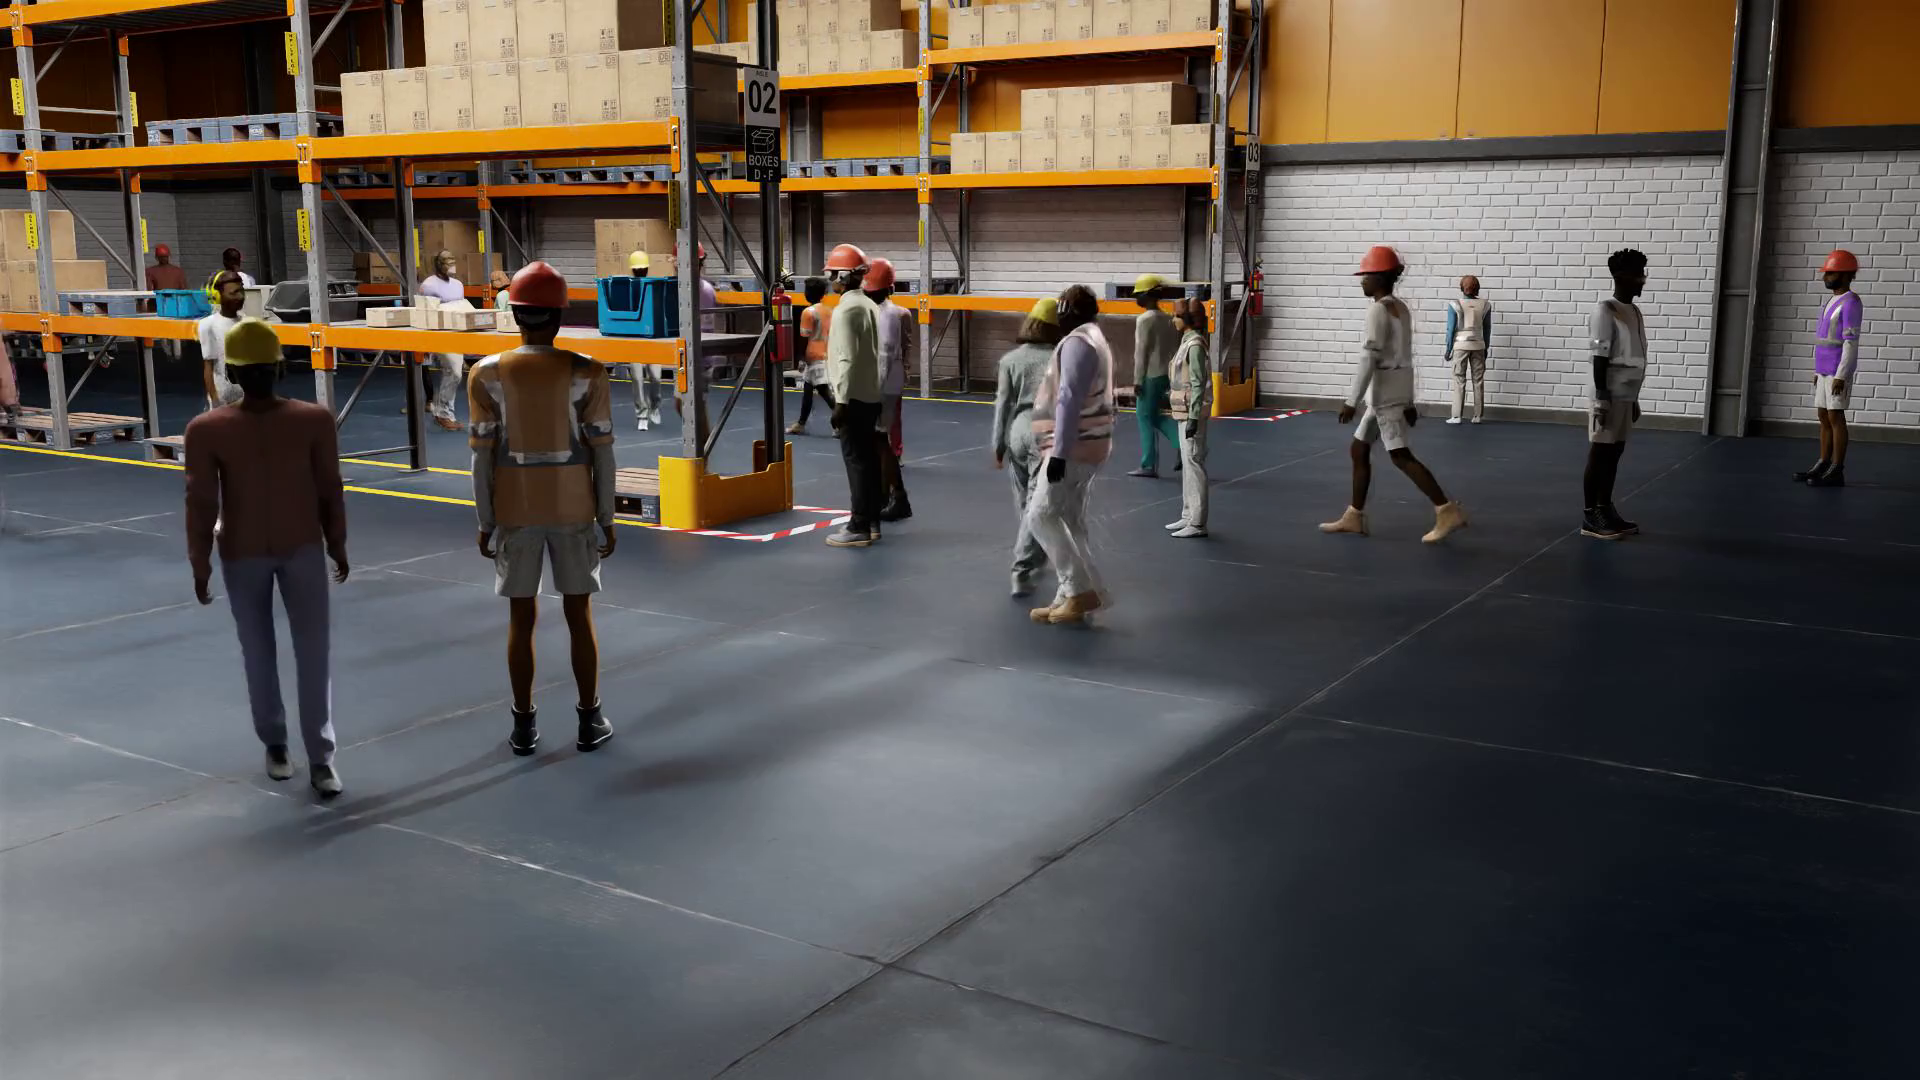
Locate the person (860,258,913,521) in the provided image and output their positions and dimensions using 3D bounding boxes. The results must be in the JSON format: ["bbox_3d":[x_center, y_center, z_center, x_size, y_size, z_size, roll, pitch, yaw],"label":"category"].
[{"bbox_3d":[-0.551,-1.086,12.075,0.412,1.894,0.606,-1,10,-5],"label":"person"}]

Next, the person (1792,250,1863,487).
[{"bbox_3d":[7.183,-1.406,13.707,0.355,1.938,0.545,1,10,7],"label":"person"}]

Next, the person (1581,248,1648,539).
[{"bbox_3d":[4.486,-0.999,11.371,0.364,1.965,0.605,9,14,41],"label":"person"}]

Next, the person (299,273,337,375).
[{"bbox_3d":[-9.613,-3.384,24.950,0.590,1.836,0.404,-9,13,-40],"label":"person"}]

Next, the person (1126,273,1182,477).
[{"bbox_3d":[1.671,-1.388,14.144,0.489,1.749,0.530,6,12,32],"label":"person"}]

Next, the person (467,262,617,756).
[{"bbox_3d":[-1.631,-0.116,6.557,0.552,1.936,0.358,-2,10,-10],"label":"person"}]

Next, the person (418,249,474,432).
[{"bbox_3d":[-5.362,-2.087,17.524,0.480,1.926,0.635,3,11,15],"label":"person"}]

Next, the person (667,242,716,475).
[{"bbox_3d":[-2.261,-1.518,14.046,0.394,2.043,0.627,-6,12,-30],"label":"person"}]

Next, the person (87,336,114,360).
[{"bbox_3d":[-14.643,-3.861,28.145,0.506,1.636,0.278,2,10,9],"label":"person"}]

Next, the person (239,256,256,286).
[{"bbox_3d":[-10.146,-3.124,23.385,0.574,1.881,0.999,-3,11,-14],"label":"person"}]

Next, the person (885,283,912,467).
[{"bbox_3d":[-0.689,-1.523,14.834,0.525,1.769,0.311,0,10,0],"label":"person"}]

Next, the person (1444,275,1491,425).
[{"bbox_3d":[5.574,-2.082,18.273,0.514,1.641,0.315,-1,10,-8],"label":"person"}]

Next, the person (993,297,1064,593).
[{"bbox_3d":[0.476,-0.566,9.745,0.493,1.680,0.944,4,11,21],"label":"person"}]

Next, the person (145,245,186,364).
[{"bbox_3d":[-13.028,-3.860,27.295,0.644,1.938,1.026,-5,11,-26],"label":"person"}]

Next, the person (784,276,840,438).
[{"bbox_3d":[-1.444,-1.870,17.061,0.850,1.656,0.536,4,11,21],"label":"person"}]

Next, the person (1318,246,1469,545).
[{"bbox_3d":[2.960,-0.963,11.152,1.011,1.995,0.622,5,11,26],"label":"person"}]

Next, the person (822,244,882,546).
[{"bbox_3d":[-0.718,-0.954,11.043,0.395,1.994,0.612,3,11,16],"label":"person"}]

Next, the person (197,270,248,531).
[{"bbox_3d":[-4.946,-0.939,11.462,0.989,1.812,0.521,4,11,21],"label":"person"}]

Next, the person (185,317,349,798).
[{"bbox_3d":[-2.499,0.072,6.040,0.548,1.734,0.750,-5,11,-26],"label":"person"}]

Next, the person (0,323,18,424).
[{"bbox_3d":[-6.877,-0.936,11.345,0.874,1.853,0.680,7,12,33],"label":"person"}]

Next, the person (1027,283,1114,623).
[{"bbox_3d":[0.591,-0.445,8.799,0.430,1.793,0.676,1,10,5],"label":"person"}]

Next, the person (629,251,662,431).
[{"bbox_3d":[-3.386,-2.122,17.755,0.589,1.911,0.439,-2,11,-13],"label":"person"}]

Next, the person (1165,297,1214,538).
[{"bbox_3d":[1.573,-0.833,11.368,0.310,1.636,0.522,0,10,1],"label":"person"}]

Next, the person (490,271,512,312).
[{"bbox_3d":[-5.986,-2.714,21.828,0.289,1.626,0.498,-1,10,-7],"label":"person"}]

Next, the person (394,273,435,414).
[{"bbox_3d":[-6.370,-2.310,19.409,0.324,1.688,0.530,4,11,23],"label":"person"}]

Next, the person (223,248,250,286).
[{"bbox_3d":[-9.268,-2.796,21.469,0.393,1.916,0.590,-4,11,-23],"label":"person"}]
